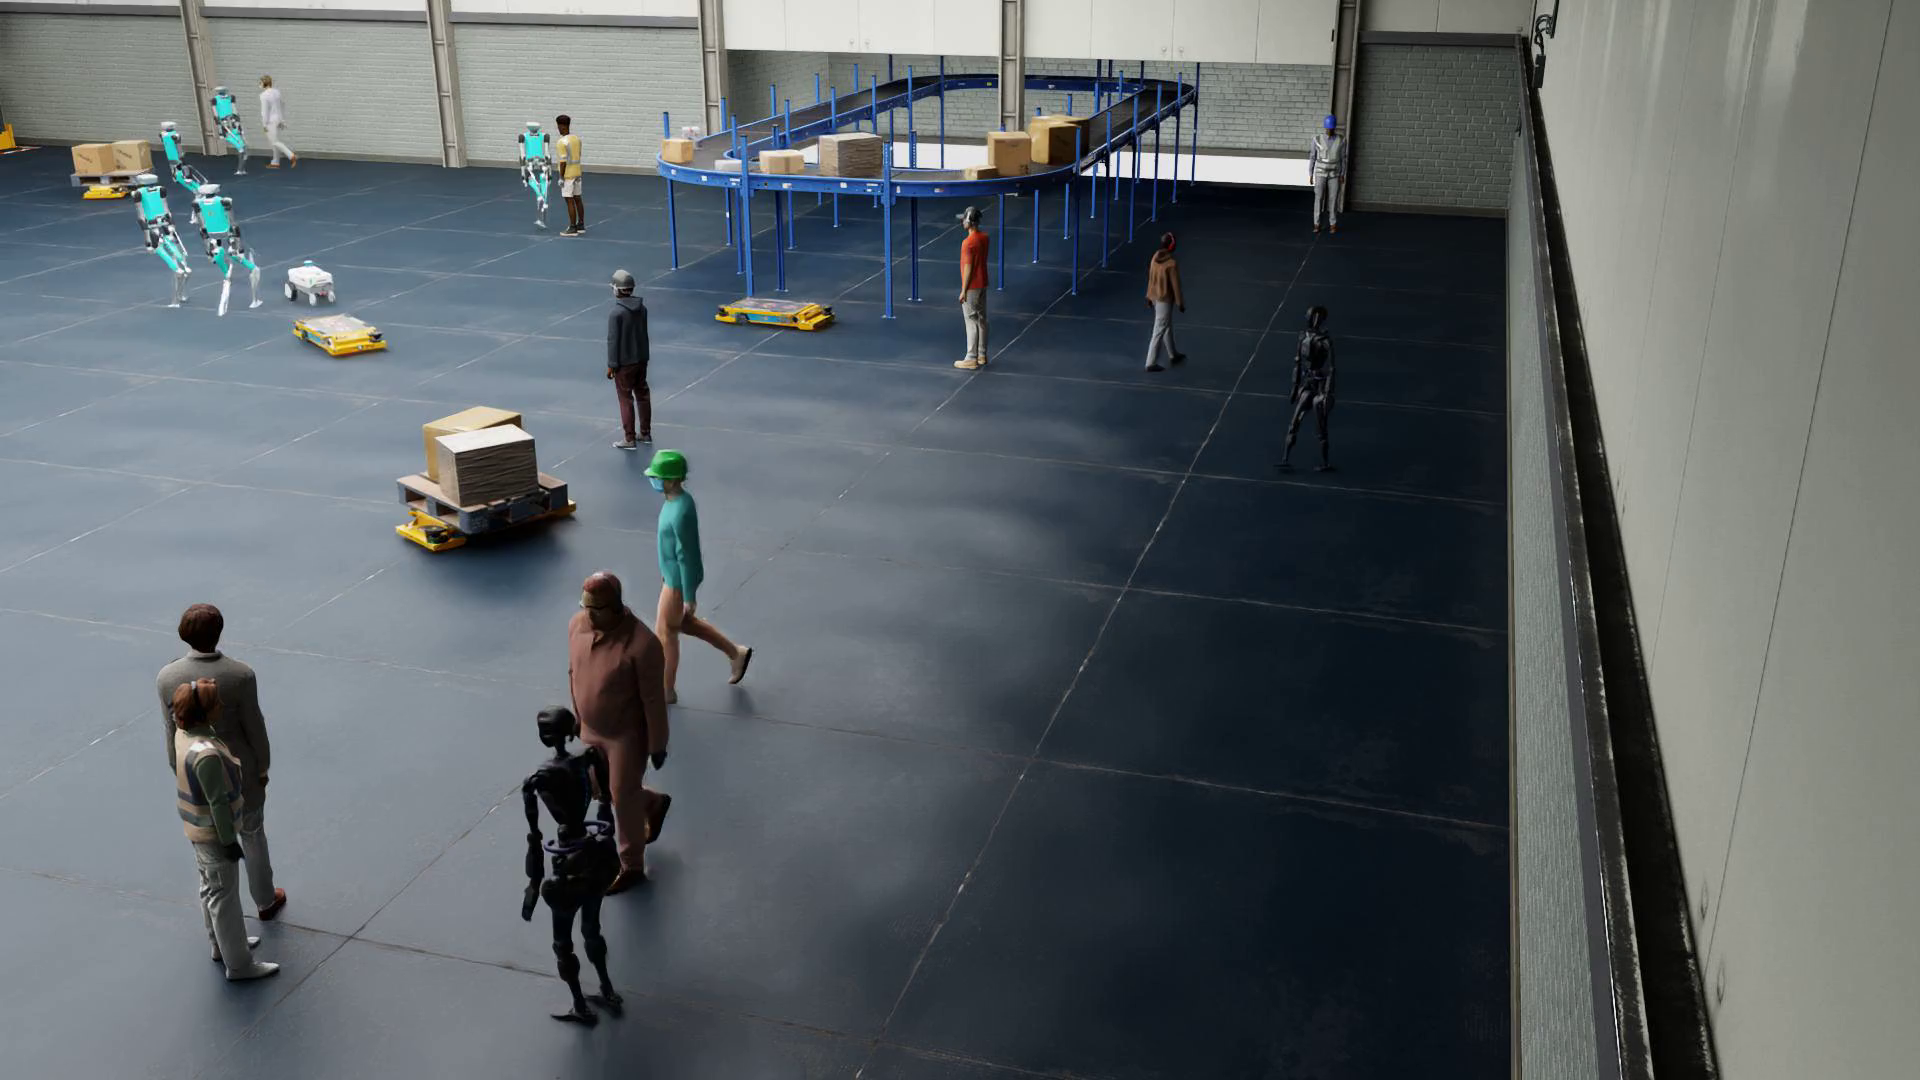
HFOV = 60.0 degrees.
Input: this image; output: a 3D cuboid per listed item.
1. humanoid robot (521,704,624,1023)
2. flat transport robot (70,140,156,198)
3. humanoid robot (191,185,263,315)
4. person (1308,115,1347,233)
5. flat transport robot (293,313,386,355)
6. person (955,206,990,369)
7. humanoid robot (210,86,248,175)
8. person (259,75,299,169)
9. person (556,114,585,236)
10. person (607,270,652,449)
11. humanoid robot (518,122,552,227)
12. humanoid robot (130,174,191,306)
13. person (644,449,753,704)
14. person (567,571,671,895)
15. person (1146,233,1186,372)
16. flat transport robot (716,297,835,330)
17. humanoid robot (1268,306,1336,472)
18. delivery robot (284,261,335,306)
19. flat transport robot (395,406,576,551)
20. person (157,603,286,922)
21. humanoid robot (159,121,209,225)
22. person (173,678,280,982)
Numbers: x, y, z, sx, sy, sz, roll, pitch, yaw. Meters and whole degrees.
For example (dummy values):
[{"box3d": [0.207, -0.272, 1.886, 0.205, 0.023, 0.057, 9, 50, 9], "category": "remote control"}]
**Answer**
[{"box3d": [-1.889, 1.584, 8.122, 0.352, 1.642, 0.611, 12, 24, 29], "category": "humanoid robot"}, {"box3d": [-16.009, -6.687, 31.523, 0.659, 0.231, 1.431, -3, 21, -7], "category": "flat transport robot"}, {"box3d": [-9.821, -3.938, 22.414, 0.561, 1.779, 0.909, 1, 21, 3], "category": "humanoid robot"}, {"box3d": [6.103, -6.080, 27.646, 0.611, 1.933, 0.413, 1, 21, 3], "category": "person"}, {"box3d": [-7.806, -2.586, 20.886, 0.659, 0.231, 1.431, -17, 27, -36], "category": "flat transport robot"}, {"box3d": [0.138, -2.974, 19.612, 0.385, 1.913, 0.477, 12, 24, 27], "category": "person"}, {"box3d": [-14.468, -8.140, 33.262, 0.826, 1.779, 0.558, 13, 25, 31], "category": "humanoid robot"}, {"box3d": [-14.019, -8.550, 34.080, 0.754, 1.916, 0.637, 3, 21, 8], "category": "person"}, {"box3d": [-6.443, -6.015, 27.430, 0.367, 1.961, 0.603, 7, 22, 17], "category": "person"}, {"box3d": [-3.334, -1.819, 16.765, 0.374, 1.806, 0.552, 13, 25, 30], "category": "person"}, {"box3d": [-7.033, -6.051, 27.851, 0.559, 1.796, 0.815, -10, 23, -24], "category": "humanoid robot"}, {"box3d": [-10.775, -4.073, 22.704, 0.787, 1.780, 0.549, 8, 23, 20], "category": "humanoid robot"}, {"box3d": [-1.867, 0.246, 11.341, 0.763, 1.852, 0.517, -3, 21, -7], "category": "person"}, {"box3d": [-1.868, 1.015, 9.281, 0.678, 1.890, 0.594, 14, 25, 31], "category": "person"}, {"box3d": [2.488, -2.805, 19.567, 0.782, 1.622, 0.490, -11, 24, -27], "category": "person"}, {"box3d": [-2.437, -2.983, 21.914, 1.431, 0.231, 0.659, 8, 23, 20], "category": "flat transport robot"}, {"box3d": [3.361, -1.425, 15.935, 0.627, 1.640, 0.602, -10, 23, -25], "category": "humanoid robot"}, {"box3d": [-8.986, -3.576, 23.013, 0.744, 0.564, 0.499, 20, 28, 41], "category": "delivery robot"}, {"box3d": [-4.198, -0.231, 14.778, 0.659, 0.231, 1.431, 19, 28, 40], "category": "flat transport robot"}, {"box3d": [-3.948, 1.205, 8.906, 0.510, 1.823, 0.366, -4, 21, -10], "category": "person"}, {"box3d": [-13.107, -6.247, 28.282, 0.532, 1.750, 0.680, 16, 26, 35], "category": "humanoid robot"}, {"box3d": [-3.784, 1.466, 8.465, 0.313, 1.641, 0.514, -14, 25, -32], "category": "person"}]
